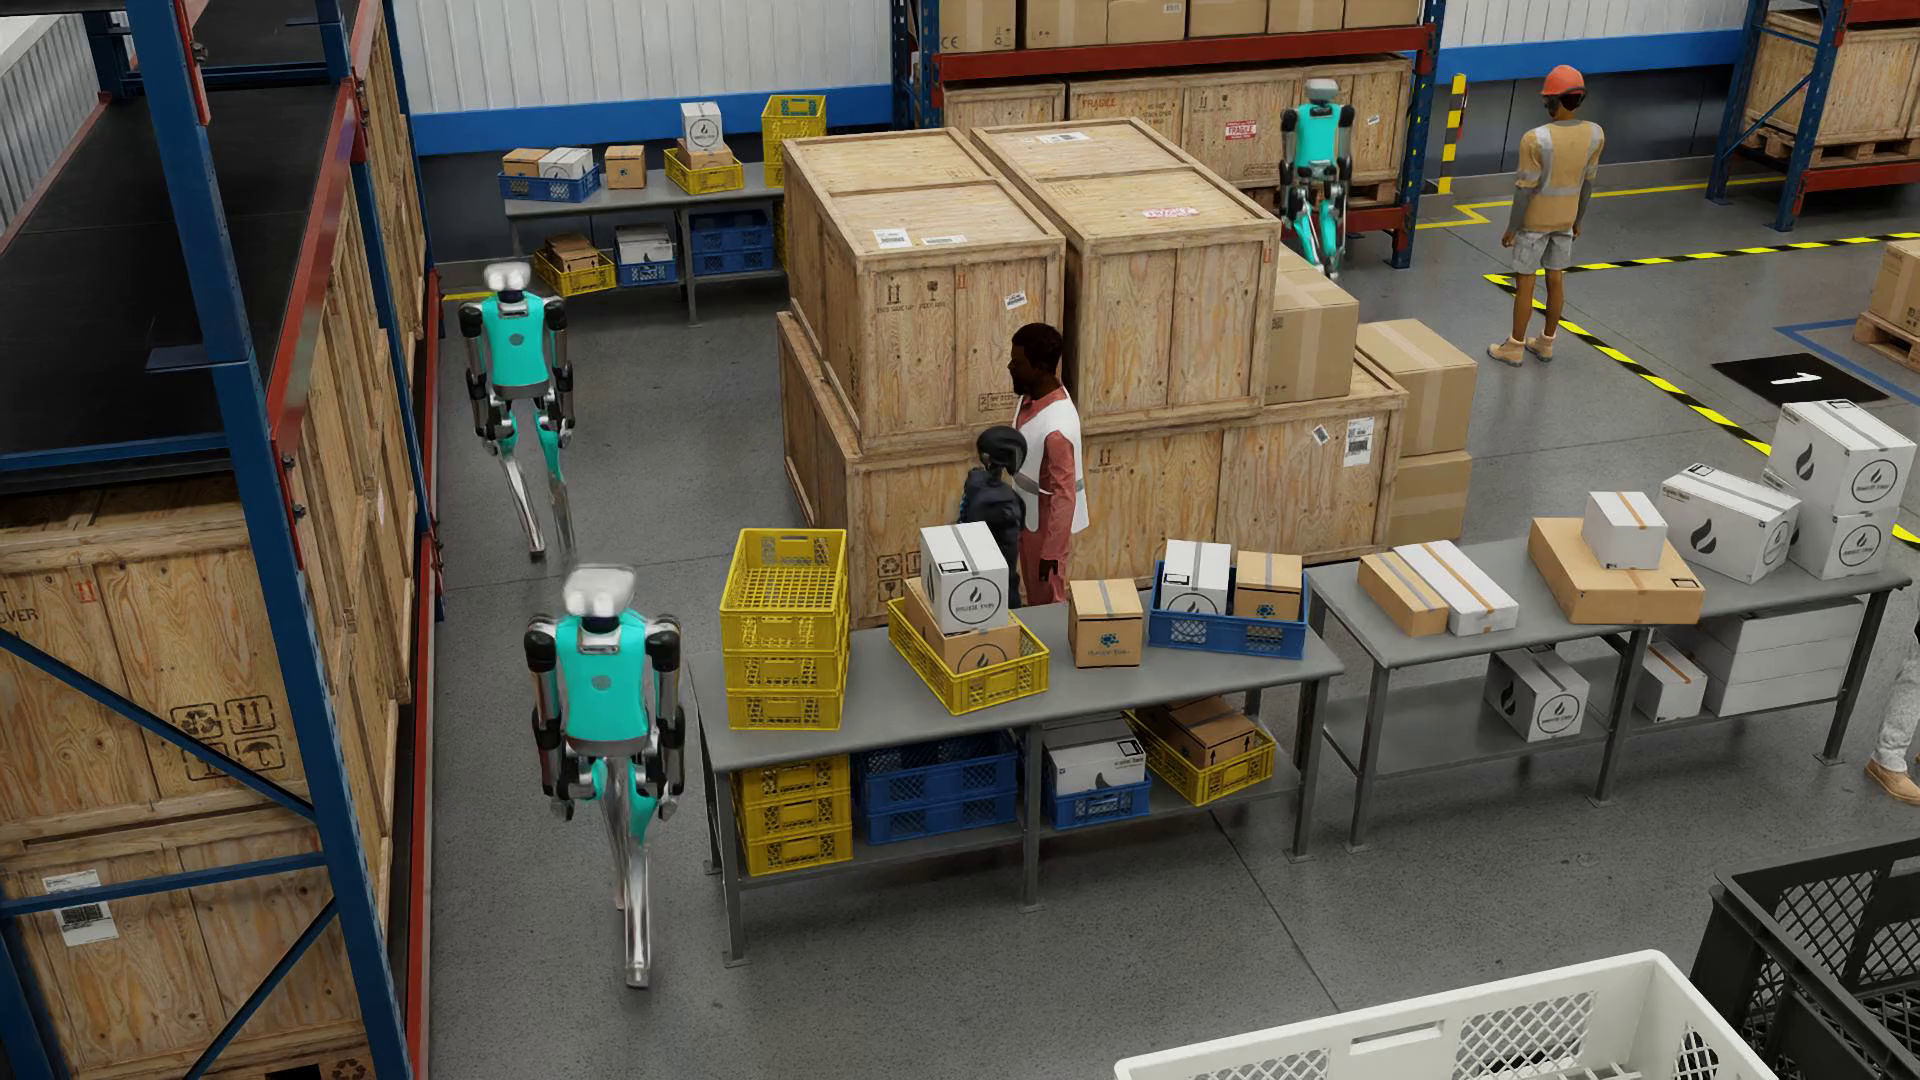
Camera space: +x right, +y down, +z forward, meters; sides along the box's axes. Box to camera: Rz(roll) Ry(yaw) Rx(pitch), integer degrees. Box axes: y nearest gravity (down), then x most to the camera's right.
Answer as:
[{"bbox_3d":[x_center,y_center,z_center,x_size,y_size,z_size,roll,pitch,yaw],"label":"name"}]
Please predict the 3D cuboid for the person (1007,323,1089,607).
[{"bbox_3d":[0.385,-0.084,7.560,0.373,1.916,0.595,-4,29,-8],"label":"person"}]

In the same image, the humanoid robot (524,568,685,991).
[{"bbox_3d":[-1.254,0.791,6.166,0.559,1.726,1.022,-2,29,-4],"label":"humanoid robot"}]

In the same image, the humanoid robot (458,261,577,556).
[{"bbox_3d":[-2.320,-0.651,8.878,0.536,1.877,0.731,-8,30,-14],"label":"humanoid robot"}]

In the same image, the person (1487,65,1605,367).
[{"bbox_3d":[3.935,-2.162,11.209,0.605,2.039,0.376,-9,30,-16],"label":"person"}]

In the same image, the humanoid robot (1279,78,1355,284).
[{"bbox_3d":[2.580,-2.268,11.734,0.553,1.783,0.949,-4,29,-7],"label":"humanoid robot"}]

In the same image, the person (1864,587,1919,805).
[{"bbox_3d":[4.278,0.276,6.997,0.622,1.837,0.429,-10,30,-17],"label":"person"}]

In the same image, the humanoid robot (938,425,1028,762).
[{"bbox_3d":[0.066,0.260,7.192,0.414,1.637,0.582,-13,31,-22],"label":"humanoid robot"}]
